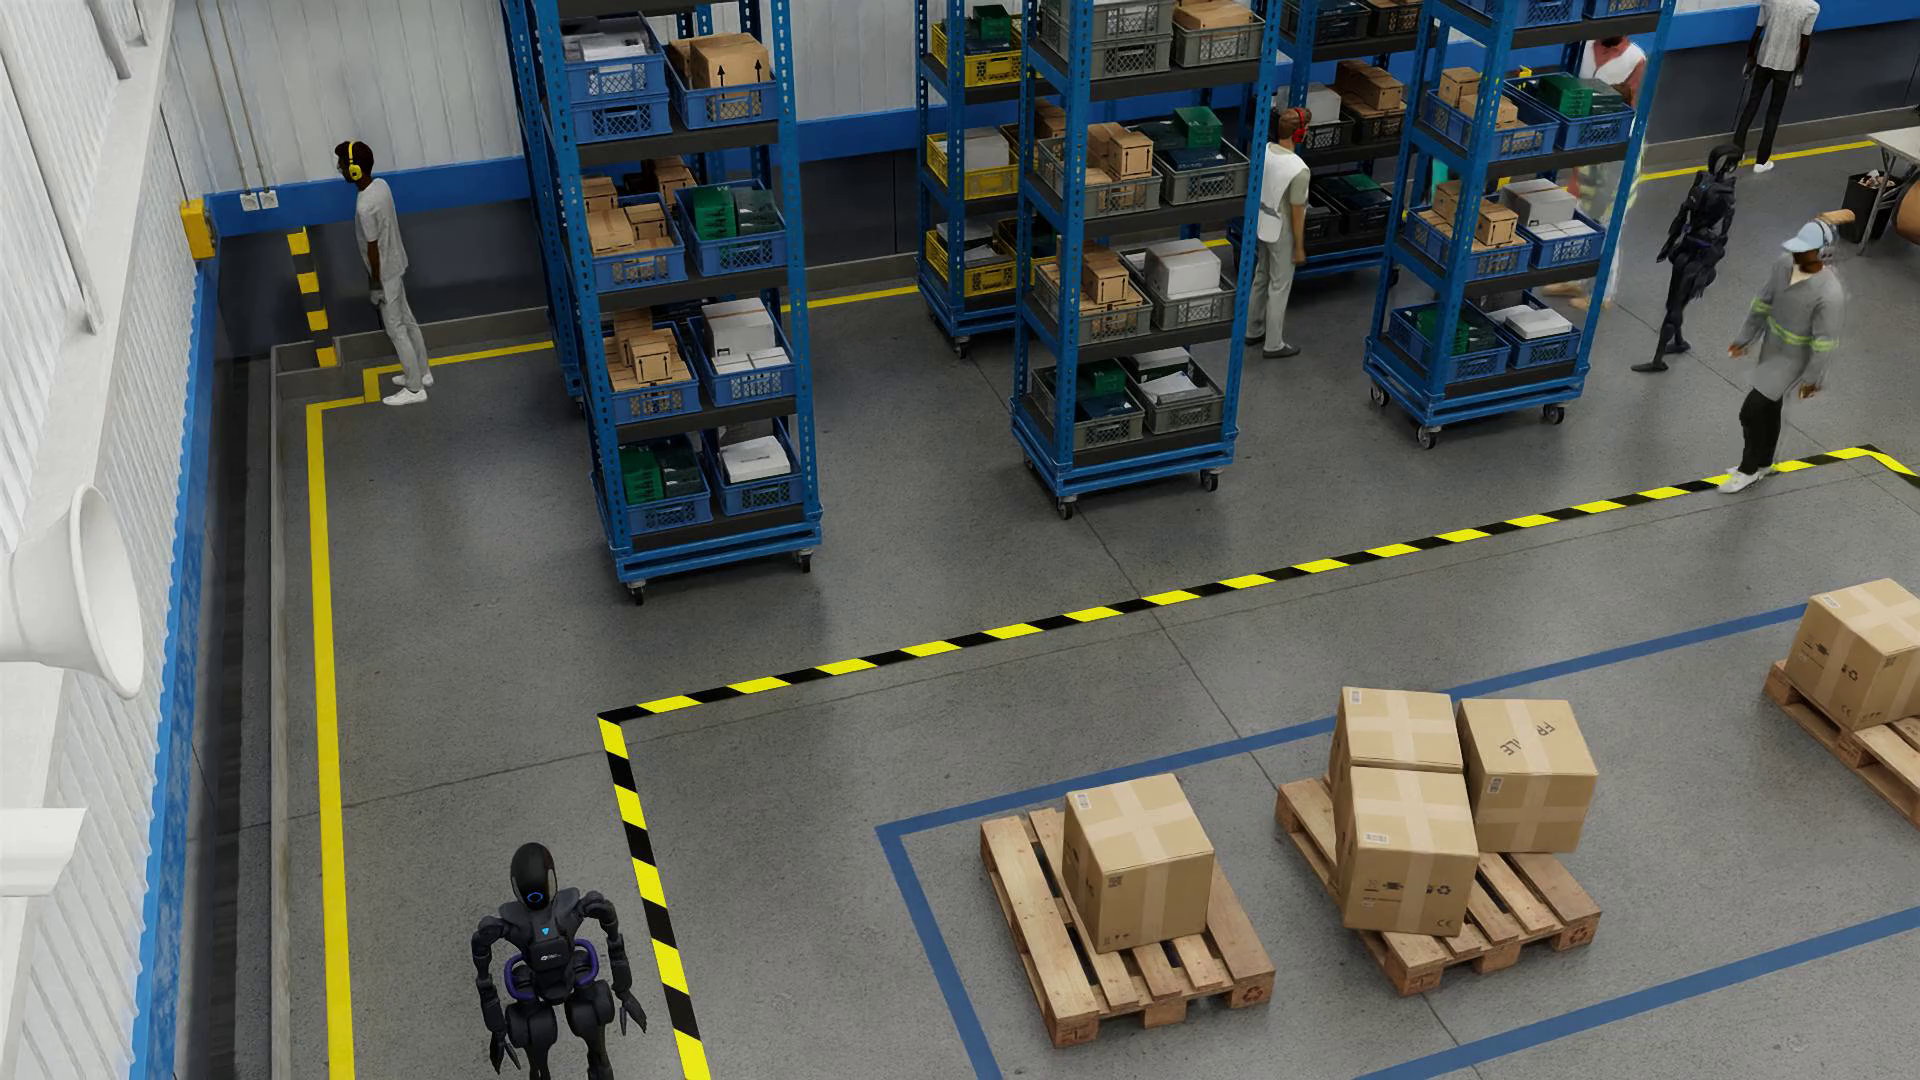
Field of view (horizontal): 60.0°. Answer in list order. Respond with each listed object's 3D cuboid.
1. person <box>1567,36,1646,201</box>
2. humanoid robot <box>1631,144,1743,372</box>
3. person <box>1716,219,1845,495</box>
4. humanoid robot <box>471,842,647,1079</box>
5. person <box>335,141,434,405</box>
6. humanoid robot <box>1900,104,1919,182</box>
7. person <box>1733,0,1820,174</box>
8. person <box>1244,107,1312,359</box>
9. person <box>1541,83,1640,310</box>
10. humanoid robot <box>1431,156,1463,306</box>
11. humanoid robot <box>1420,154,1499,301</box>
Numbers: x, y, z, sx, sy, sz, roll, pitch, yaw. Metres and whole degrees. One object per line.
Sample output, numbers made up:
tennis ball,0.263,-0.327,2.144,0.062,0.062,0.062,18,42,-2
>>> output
person,5.121,-3.438,13.531,0.867,1.879,0.608,-24,42,-30
humanoid robot,5.096,-2.000,11.676,0.566,1.635,0.602,-5,36,-7
person,5.031,-1.135,10.311,0.621,1.833,0.608,-3,35,-4
humanoid robot,-1.511,1.766,6.317,0.599,1.657,0.315,-12,37,-17
person,-3.882,-1.794,11.225,0.312,1.860,0.507,-2,35,-3
humanoid robot,8.378,-3.683,14.056,0.369,1.642,0.609,-15,38,-20
person,7.133,-4.139,14.552,0.513,1.853,0.335,30,45,35
person,2.245,-2.161,11.764,0.421,1.833,0.560,-13,37,-18
person,4.716,-2.499,12.275,0.597,1.803,0.639,5,35,7
humanoid robot,3.707,-2.084,11.766,0.964,1.781,0.570,-2,35,-2
humanoid robot,3.843,-2.704,12.691,0.597,1.636,0.715,18,39,24
